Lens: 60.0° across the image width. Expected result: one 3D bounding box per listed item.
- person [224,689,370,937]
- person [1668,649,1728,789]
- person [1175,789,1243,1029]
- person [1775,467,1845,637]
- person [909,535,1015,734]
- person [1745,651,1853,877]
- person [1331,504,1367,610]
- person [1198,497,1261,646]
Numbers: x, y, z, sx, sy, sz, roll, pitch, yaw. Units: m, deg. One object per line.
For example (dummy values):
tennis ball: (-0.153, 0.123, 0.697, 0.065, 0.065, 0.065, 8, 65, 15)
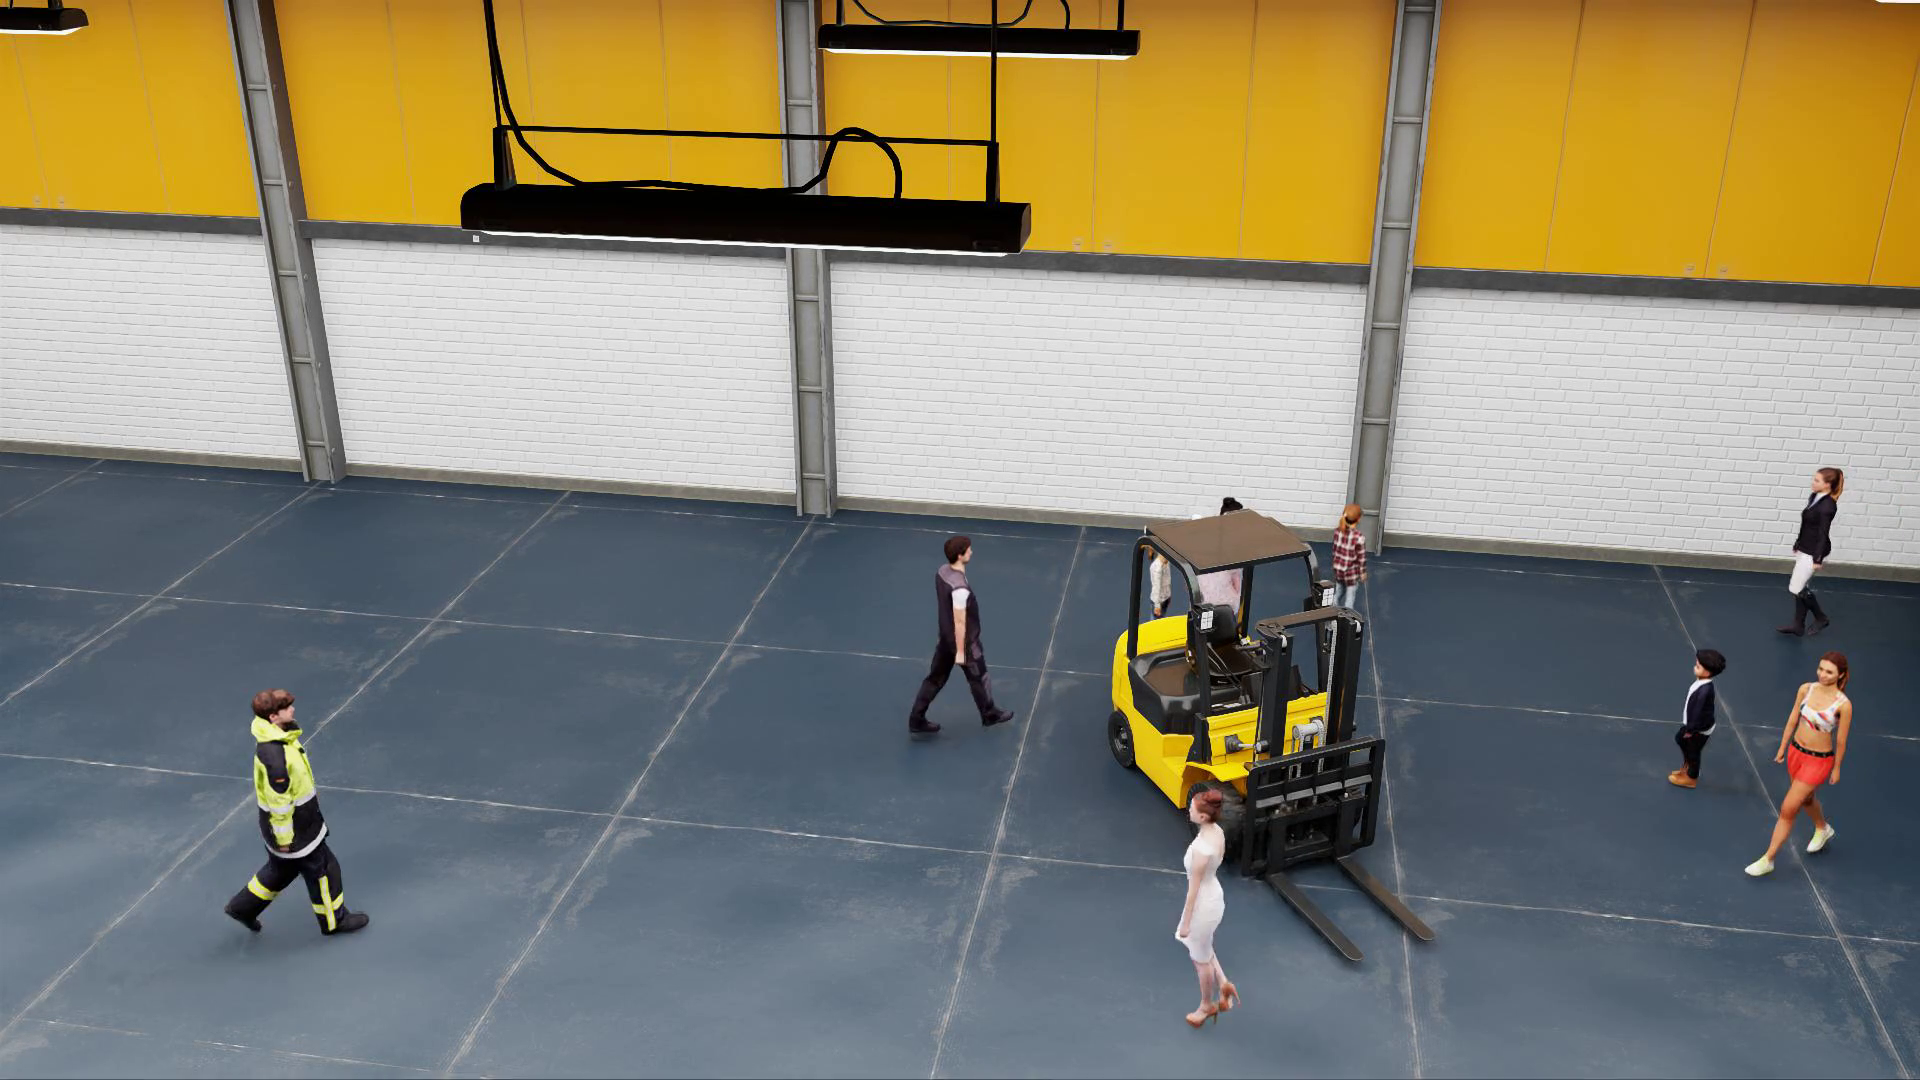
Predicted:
person: (-4.641, 1.882, 11.284, 1.288, 1.955, 1.154, -10, 26, -22)
person: (5.930, 1.431, 13.234, 0.542, 1.219, 0.553, 10, 26, 22)
person: (1.627, 2.352, 10.420, 0.719, 1.786, 0.614, 8, 25, 17)
person: (8.051, 0.141, 15.557, 0.646, 1.723, 0.574, 5, 24, 11)
person: (-0.117, 0.841, 13.857, 1.269, 1.801, 1.092, -10, 25, -21)
person: (6.262, 1.608, 12.161, 1.195, 1.754, 1.040, -12, 26, -25)
person: (3.679, 0.269, 15.782, 0.694, 1.307, 0.634, -16, 28, -32)
person: (2.262, 0.443, 14.903, 1.209, 1.693, 1.009, -8, 25, -18)
